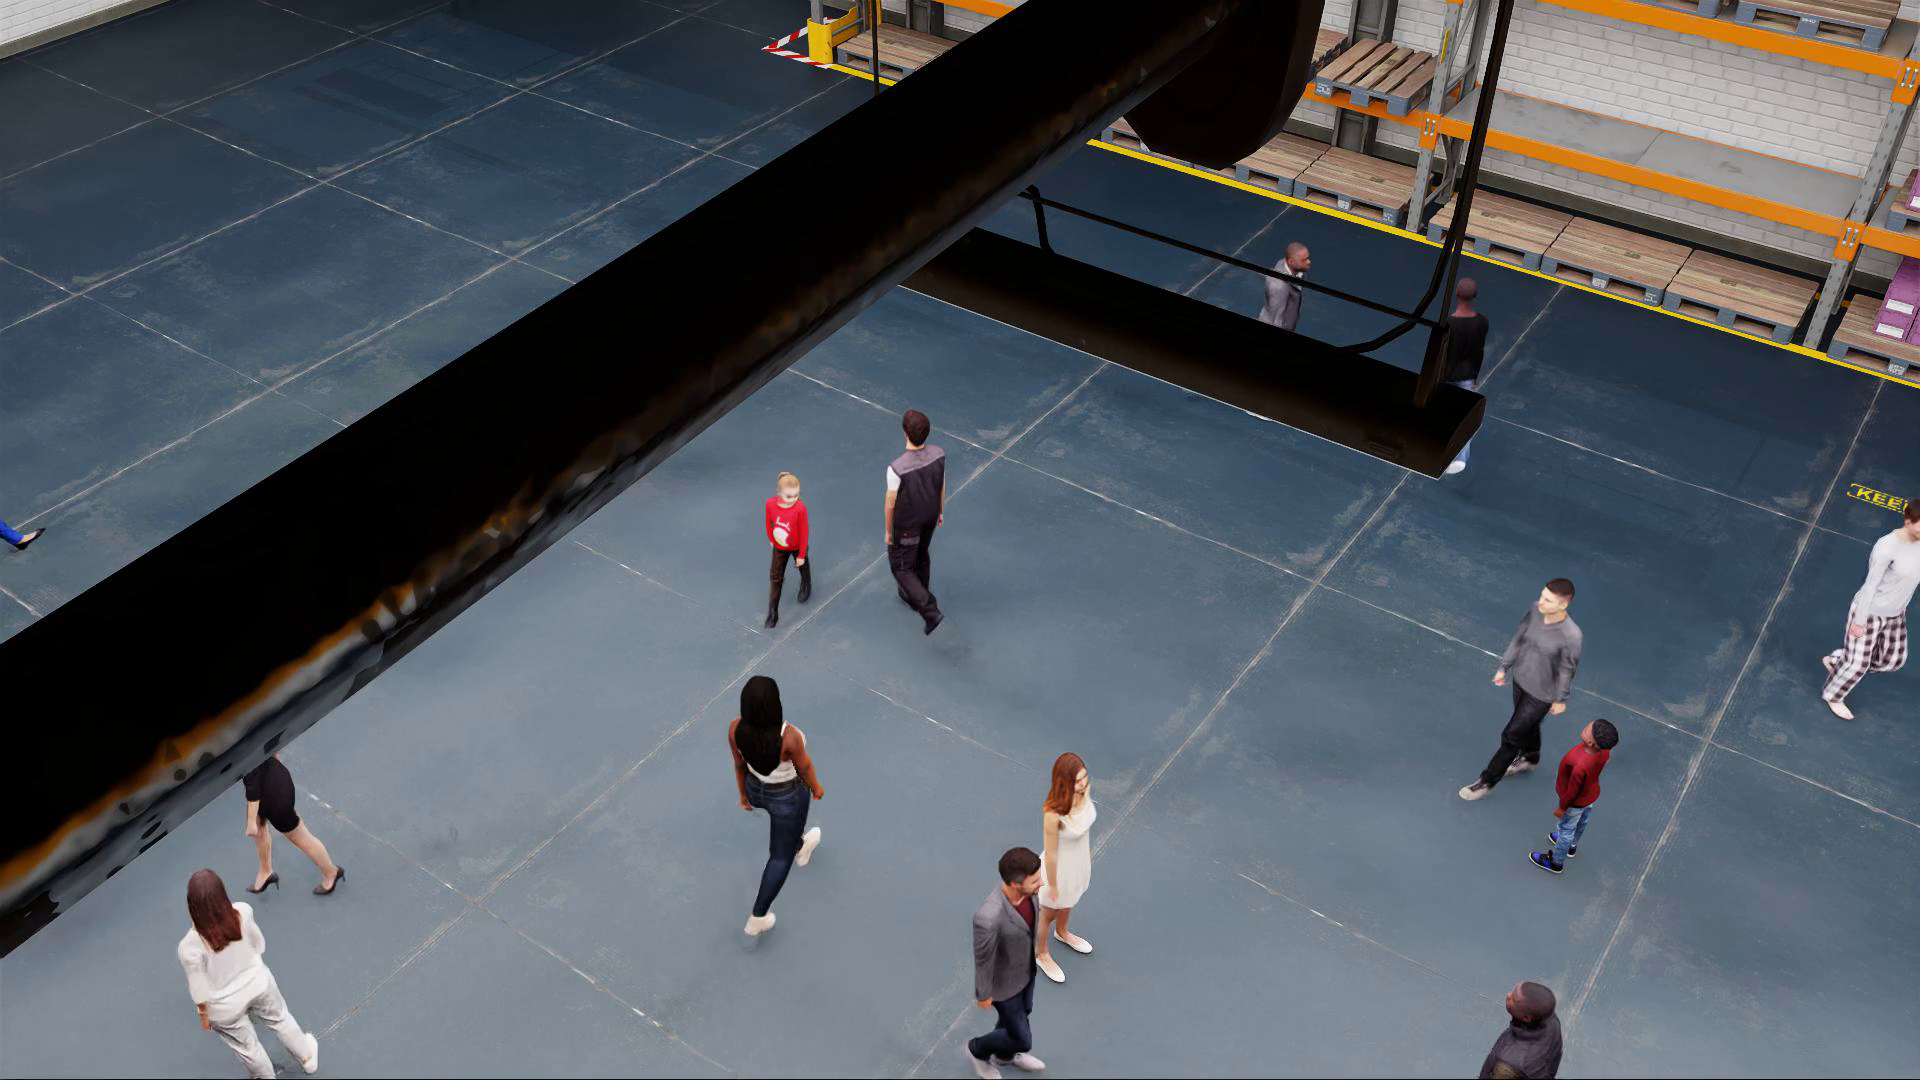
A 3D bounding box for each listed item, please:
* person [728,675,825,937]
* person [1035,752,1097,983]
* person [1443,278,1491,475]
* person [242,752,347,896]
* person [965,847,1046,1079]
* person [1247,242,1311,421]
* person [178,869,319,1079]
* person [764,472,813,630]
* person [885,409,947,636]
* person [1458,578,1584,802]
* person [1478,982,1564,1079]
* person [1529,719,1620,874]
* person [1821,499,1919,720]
[{"bbox_3d":[-1.138,1.607,10.003,1.158,1.768,0.782,19,42,22],"label":"person"},{"bbox_3d":[0.607,1.873,9.716,0.547,1.711,0.568,28,46,30],"label":"person"},{"bbox_3d":[4.077,-1.289,13.666,1.015,1.722,1.046,-7,39,-8],"label":"person"},{"bbox_3d":[-4.062,1.542,10.074,0.956,1.782,0.927,-13,40,-15],"label":"person"},{"bbox_3d":[0.193,2.310,9.050,0.712,1.859,0.741,18,42,22],"label":"person"},{"bbox_3d":[2.644,-1.811,14.264,0.642,1.793,0.762,19,43,23],"label":"person"},{"bbox_3d":[-3.932,2.452,9.017,0.571,1.680,0.698,12,40,14],"label":"person"},{"bbox_3d":[-1.247,0.002,12.433,0.896,1.245,0.797,7,39,9],"label":"person"},{"bbox_3d":[-0.281,-0.098,12.085,0.845,1.835,1.057,-24,44,-27],"label":"person"},{"bbox_3d":[3.829,0.931,10.875,1.006,1.737,1.006,-13,41,-16],"label":"person"},{"bbox_3d":[2.794,2.904,8.339,0.946,1.819,0.722,24,44,27],"label":"person"},{"bbox_3d":[3.891,1.587,10.439,0.546,1.256,0.547,-30,47,-32],"label":"person"},{"bbox_3d":[6.267,0.420,11.439,0.825,1.832,0.885,-12,40,-15],"label":"person"}]
